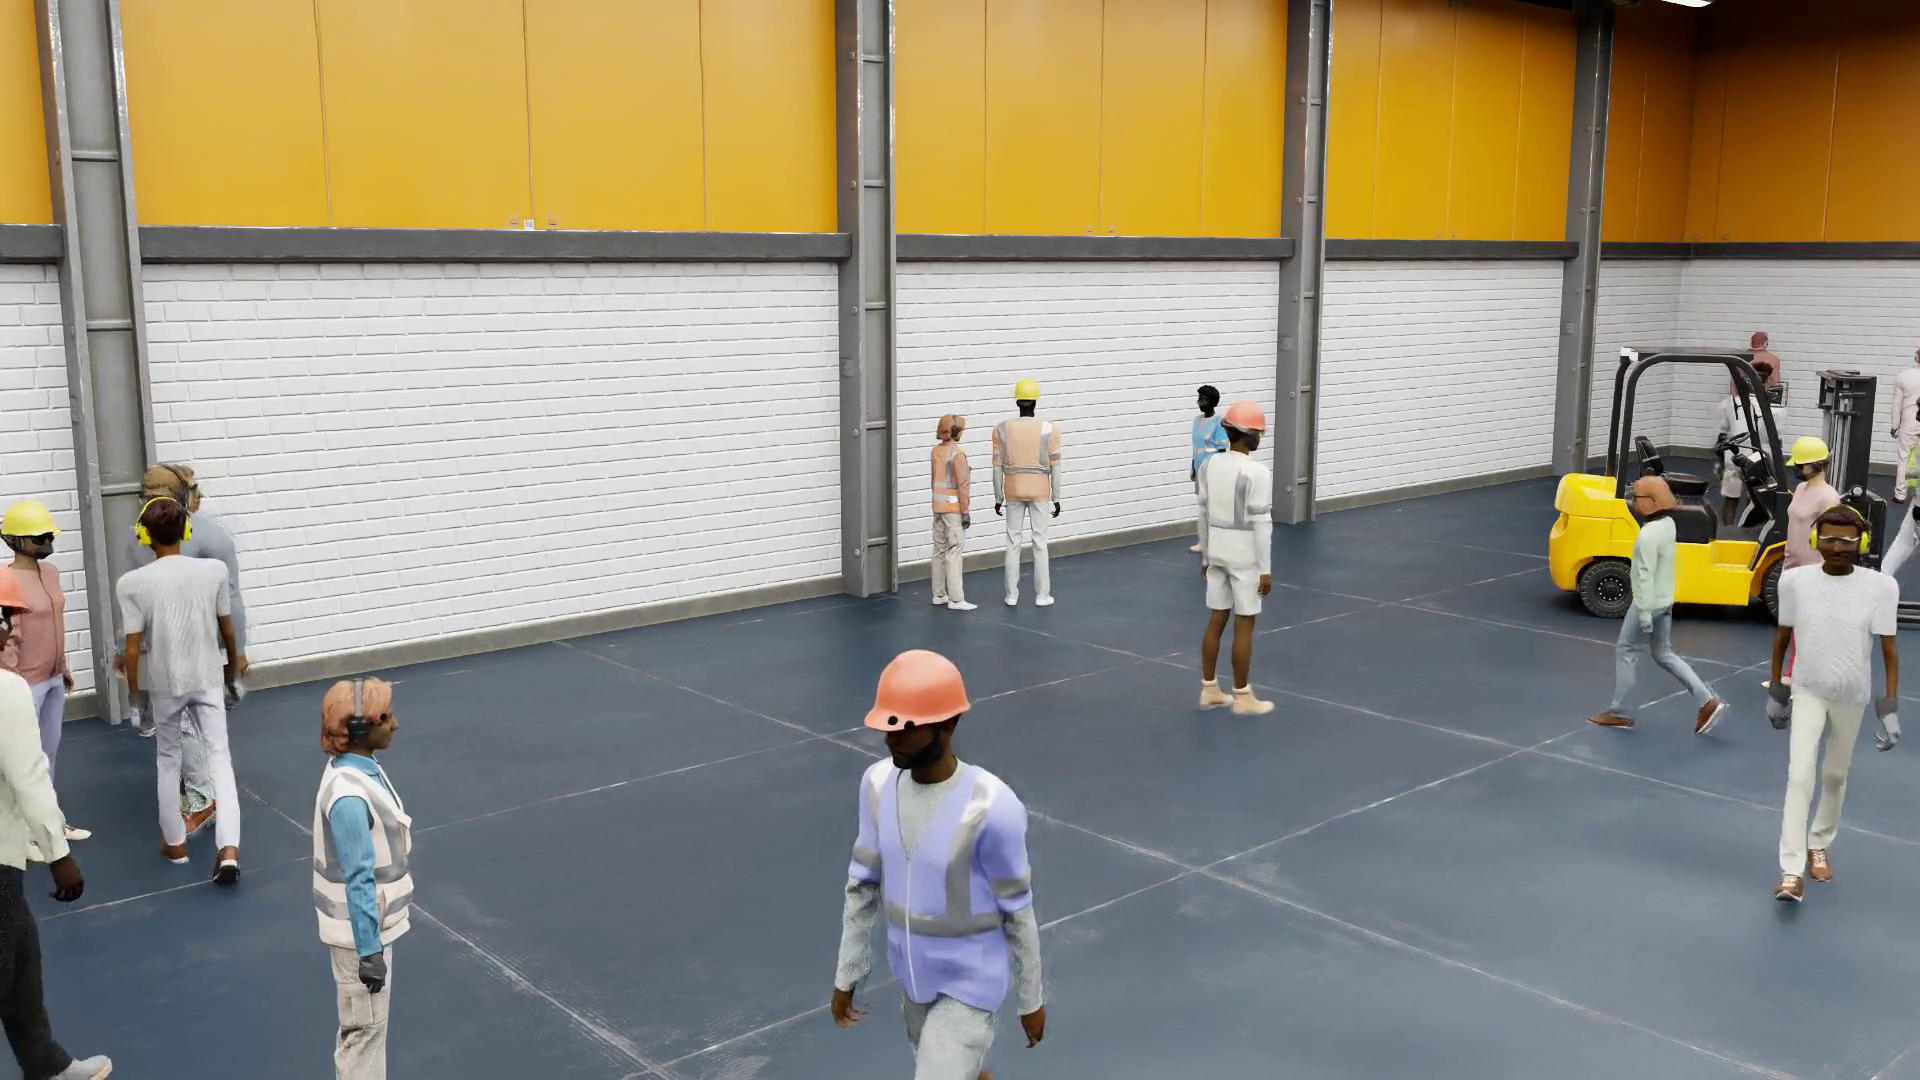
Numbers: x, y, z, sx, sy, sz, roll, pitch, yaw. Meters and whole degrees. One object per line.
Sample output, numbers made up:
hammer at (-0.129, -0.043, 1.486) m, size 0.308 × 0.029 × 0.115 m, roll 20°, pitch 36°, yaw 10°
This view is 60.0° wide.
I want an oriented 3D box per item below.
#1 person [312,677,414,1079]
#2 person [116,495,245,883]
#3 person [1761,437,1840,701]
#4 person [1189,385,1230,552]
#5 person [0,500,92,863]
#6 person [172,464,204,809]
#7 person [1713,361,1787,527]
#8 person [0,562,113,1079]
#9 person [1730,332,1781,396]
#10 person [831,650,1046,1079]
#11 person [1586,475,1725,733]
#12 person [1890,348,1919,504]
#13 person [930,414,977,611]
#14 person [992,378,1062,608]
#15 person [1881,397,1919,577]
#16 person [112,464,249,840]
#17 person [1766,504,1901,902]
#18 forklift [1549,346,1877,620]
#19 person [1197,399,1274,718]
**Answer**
person at (-1.879, 1.239, 5.268) m, size 0.307 × 1.637 × 0.525 m, roll -3°, pitch 10°, yaw -19°
person at (-3.654, 0.698, 7.855) m, size 0.547 × 1.856 × 0.777 m, roll -6°, pitch 11°, yaw -30°
person at (5.619, 0.191, 11.056) m, size 0.335 × 1.758 × 0.523 m, roll 0°, pitch 10°, yaw 2°
person at (2.456, -0.685, 16.381) m, size 0.320 × 1.693 × 0.537 m, roll -5°, pitch 11°, yaw -26°
person at (-4.515, 0.680, 8.163) m, size 0.330 × 1.767 × 0.528 m, roll 0°, pitch 10°, yaw -1°
person at (-4.140, 0.514, 8.902) m, size 0.345 × 1.847 × 0.508 m, roll -4°, pitch 10°, yaw -21°
person at (7.574, -0.749, 16.000) m, size 0.629 × 1.945 × 0.609 m, roll 7°, pitch 12°, yaw 35°
person at (-3.323, 1.056, 5.465) m, size 0.653 × 1.945 × 0.899 m, roll 6°, pitch 12°, yaw 33°
person at (11.014, -1.930, 23.036) m, size 0.652 × 1.904 × 0.402 m, roll 9°, pitch 13°, yaw 43°
person at (-0.004, 1.202, 4.769) m, size 0.563 × 1.896 × 0.968 m, roll 9°, pitch 13°, yaw 41°
person at (4.322, 0.406, 10.227) m, size 0.717 × 1.607 × 0.503 m, roll 9°, pitch 13°, yaw 42°
person at (11.394, -1.365, 19.725) m, size 0.641 × 1.908 × 0.407 m, roll 5°, pitch 11°, yaw 27°
person at (-0.078, -0.231, 13.871) m, size 0.307 × 1.638 × 0.512 m, roll -6°, pitch 11°, yaw -31°
person at (0.561, -0.388, 13.938) m, size 0.588 × 1.930 × 0.359 m, roll 1°, pitch 10°, yaw 8°
person at (8.231, -0.372, 14.246) m, size 0.966 × 1.789 × 0.647 m, roll 5°, pitch 11°, yaw 28°
person at (-3.989, 0.559, 8.441) m, size 0.657 × 1.905 × 0.704 m, roll 5°, pitch 11°, yaw 27°
person at (3.976, 0.752, 7.567) m, size 0.542 × 1.818 × 0.949 m, roll 5°, pitch 11°, yaw 26°
forklift at (6.109, -0.478, 13.691) m, size 2.313 × 2.155 × 1.214 m, roll 3°, pitch 10°, yaw 16°
person at (1.792, 0.113, 10.677) m, size 0.391 × 2.041 × 0.614 m, roll -6°, pitch 12°, yaw -33°
